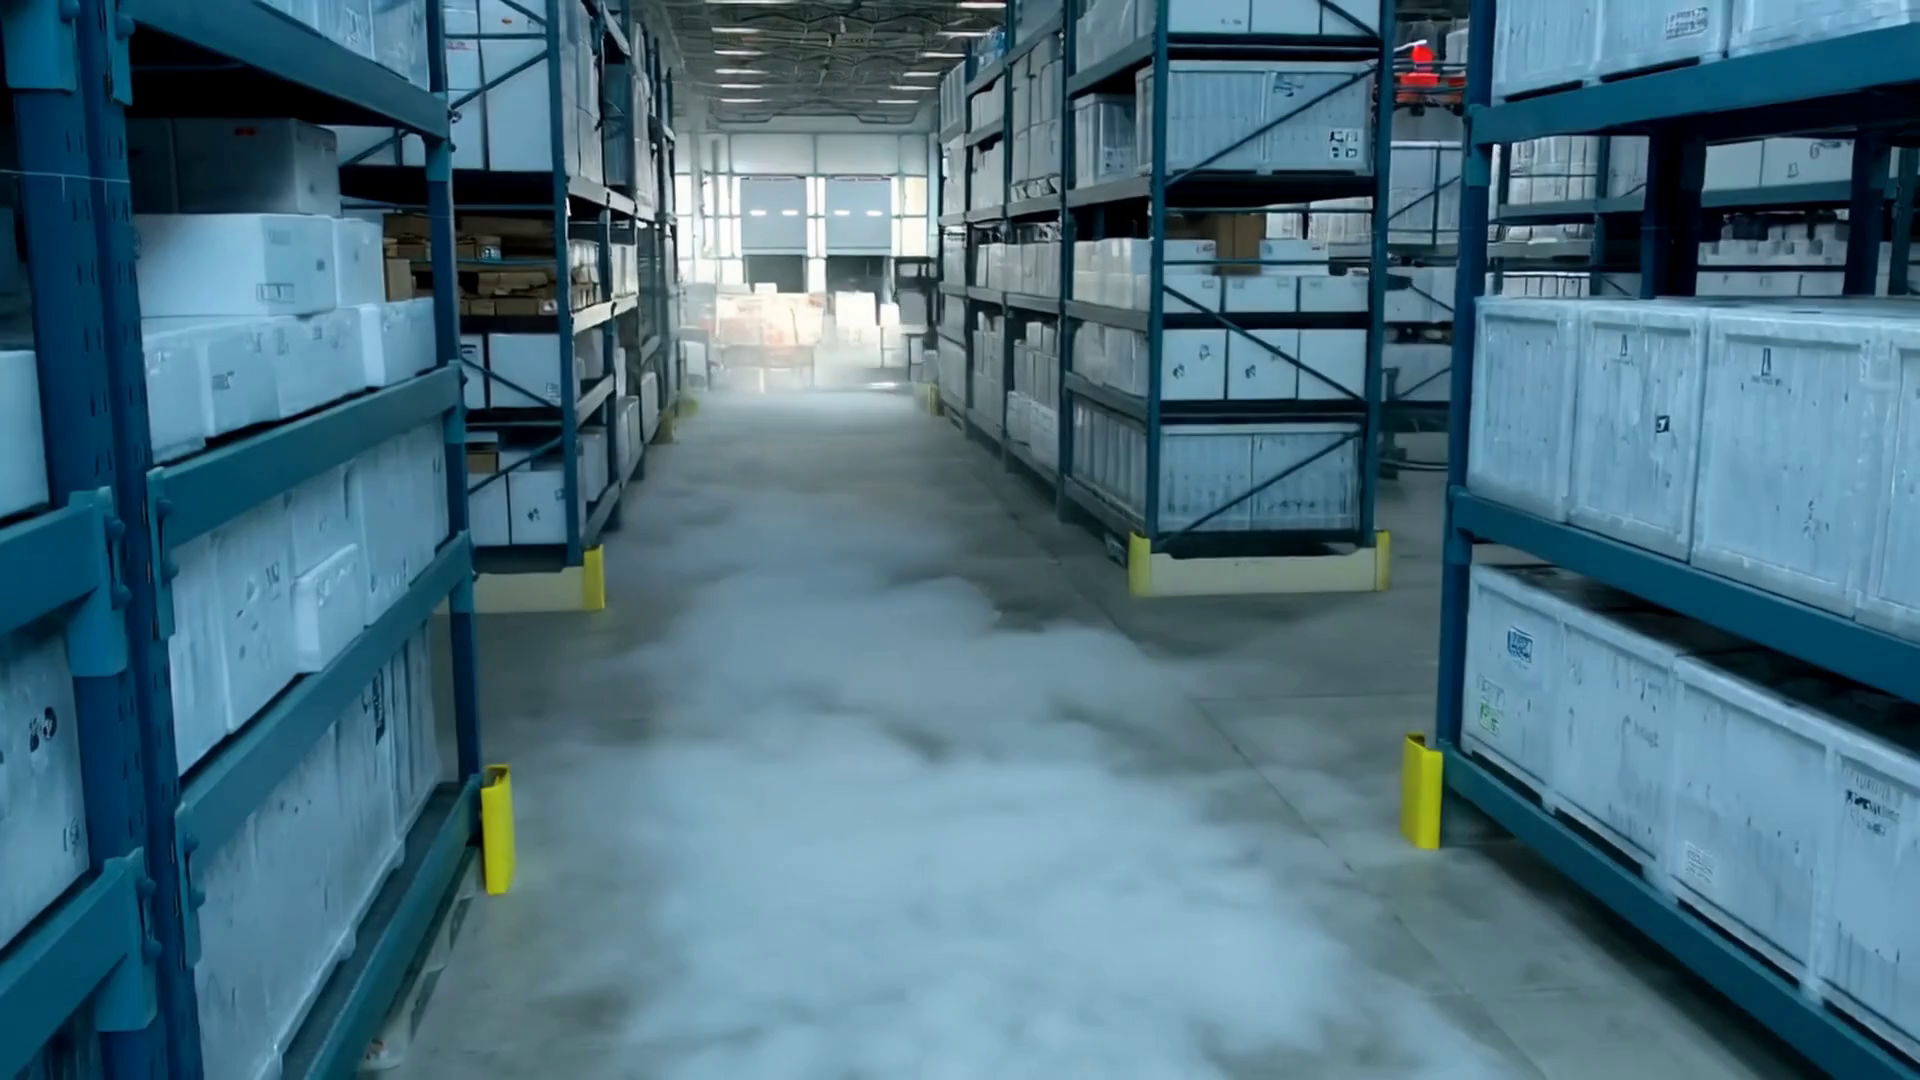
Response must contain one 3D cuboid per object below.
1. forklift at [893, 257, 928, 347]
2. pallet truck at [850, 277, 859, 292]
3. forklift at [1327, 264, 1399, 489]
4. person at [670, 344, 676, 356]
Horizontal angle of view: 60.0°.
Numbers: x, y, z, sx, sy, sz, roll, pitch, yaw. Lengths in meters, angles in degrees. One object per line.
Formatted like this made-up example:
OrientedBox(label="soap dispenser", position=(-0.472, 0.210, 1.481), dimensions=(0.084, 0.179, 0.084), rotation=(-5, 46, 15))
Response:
OrientedBox(label="forklift", position=(-1.587, -7.450, 51.935), dimensions=(1.129, 2.768, 1.873), rotation=(-2, 10, -14))
OrientedBox(label="pallet truck", position=(-3.782, -9.391, 65.808), dimensions=(1.885, 1.965, 0.823), rotation=(2, 10, 10))
OrientedBox(label="forklift", position=(4.510, -2.154, 21.106), dimensions=(1.873, 2.768, 1.129), rotation=(8, 12, 38))
OrientedBox(label="person", position=(-5.703, -3.485, 32.471), dimensions=(0.614, 1.617, 0.554), rotation=(-1, 10, -4))
